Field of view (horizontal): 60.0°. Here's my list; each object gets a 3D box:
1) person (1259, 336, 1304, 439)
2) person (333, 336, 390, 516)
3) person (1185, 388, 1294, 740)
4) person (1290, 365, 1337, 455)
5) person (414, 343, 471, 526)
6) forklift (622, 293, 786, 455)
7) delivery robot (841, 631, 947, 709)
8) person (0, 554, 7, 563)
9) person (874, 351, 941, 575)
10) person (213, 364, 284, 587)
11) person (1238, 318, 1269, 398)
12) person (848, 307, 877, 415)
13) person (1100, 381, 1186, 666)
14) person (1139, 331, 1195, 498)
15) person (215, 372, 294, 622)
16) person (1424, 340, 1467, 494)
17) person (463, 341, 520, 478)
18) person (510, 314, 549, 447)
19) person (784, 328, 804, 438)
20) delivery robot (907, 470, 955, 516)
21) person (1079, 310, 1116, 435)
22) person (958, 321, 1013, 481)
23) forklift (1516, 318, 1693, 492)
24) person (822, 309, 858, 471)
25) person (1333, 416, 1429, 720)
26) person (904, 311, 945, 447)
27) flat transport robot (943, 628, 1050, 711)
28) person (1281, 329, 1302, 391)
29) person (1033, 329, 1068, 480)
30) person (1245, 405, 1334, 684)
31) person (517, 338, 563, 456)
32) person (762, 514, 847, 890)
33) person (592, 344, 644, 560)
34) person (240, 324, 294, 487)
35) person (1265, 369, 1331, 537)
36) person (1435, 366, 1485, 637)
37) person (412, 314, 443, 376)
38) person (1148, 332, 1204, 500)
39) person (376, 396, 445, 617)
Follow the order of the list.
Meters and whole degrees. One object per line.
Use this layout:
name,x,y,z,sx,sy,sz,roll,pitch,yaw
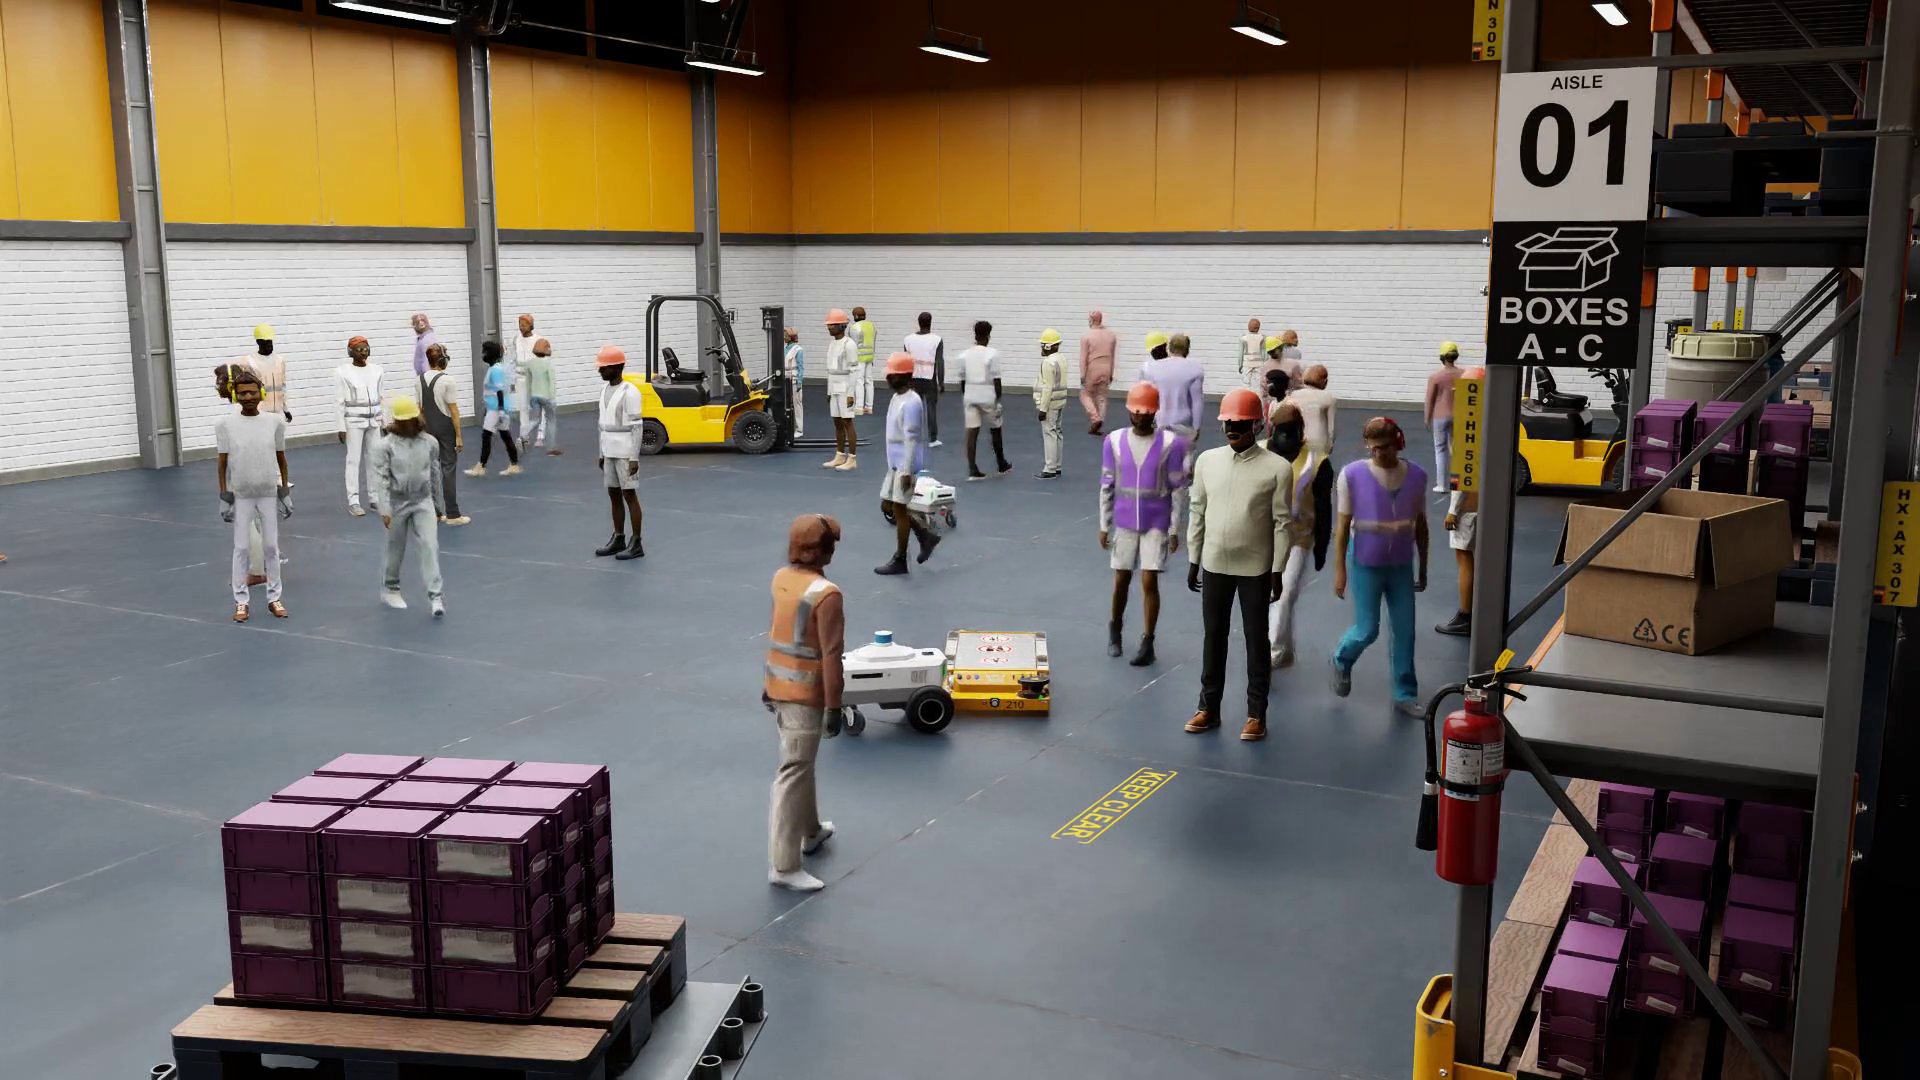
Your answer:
person,4.071,-1.685,20.761,0.683,1.720,0.417,1,10,6
person,-6.280,-1.202,17.493,0.346,1.881,0.584,8,13,38
person,1.572,0.133,9.437,0.611,1.994,0.375,6,11,29
person,3.678,-1.037,17.394,0.513,1.574,0.860,4,10,21
person,-5.227,-1.054,16.746,0.509,1.846,0.342,4,11,21
forklift,-3.588,-2.317,23.042,2.313,2.155,1.214,-1,10,-5
delivery robot,-0.443,0.770,9.642,0.707,0.478,0.477,-2,10,-11
person,-8.753,-0.742,14.665,0.636,1.938,0.355,9,13,41
person,-0.456,-0.652,14.214,0.544,1.923,0.543,-4,11,-22
person,-5.895,-0.514,13.606,0.377,1.852,0.495,-3,10,-19
person,4.971,-2.931,28.200,0.514,1.641,0.309,1,10,7
person,-1.692,-3.041,28.277,0.429,1.838,0.621,7,12,36
person,1.200,-0.099,11.082,0.572,1.921,0.457,3,10,19
person,2.311,-1.395,18.615,0.660,1.875,0.468,3,10,19
person,-5.275,-0.327,12.463,0.512,1.872,0.330,-6,11,-30
person,5.561,-1.400,19.000,0.539,1.753,0.359,-1,10,-4
person,-5.776,-1.588,20.317,0.782,1.661,0.554,-3,10,-17
person,-6.111,-2.261,23.620,0.583,1.882,0.337,2,10,12
person,-2.514,-2.341,24.792,0.308,1.640,0.511,-9,13,-42
delivery robot,-0.368,-0.458,16.750,0.477,0.478,0.707,-8,13,-38
person,2.058,-2.510,25.039,0.659,1.892,0.435,-5,11,-28
person,0.320,-1.701,20.270,0.632,1.915,0.957,5,11,27
forklift,7.066,-1.601,18.899,2.313,2.155,1.214,5,11,27
person,-1.521,-1.885,20.983,0.396,2.042,0.610,-6,12,-32
person,2.487,0.147,9.888,0.633,1.811,0.540,-2,10,-13
person,-0.507,-2.279,23.627,0.596,1.918,0.375,3,10,17
flat transport robot,0.229,0.802,10.549,0.652,0.197,1.431,0,10,2
person,4.878,-2.328,24.793,0.508,1.632,0.429,9,13,43
person,1.090,-1.644,20.196,0.404,1.833,0.590,4,10,20
person,2.024,0.026,10.679,0.636,1.784,1.002,7,12,33
person,-5.675,-1.907,22.385,0.503,1.617,0.647,5,11,27
person,-0.670,0.689,7.336,0.533,1.611,0.603,-6,12,-32
person,-3.083,-0.786,14.930,0.550,1.933,0.375,9,13,43
person,-8.051,-1.546,19.351,0.369,1.928,0.585,6,11,30
person,3.210,-0.829,16.044,0.824,1.650,0.561,-2,10,-14
person,3.670,-0.274,11.950,0.552,1.938,0.356,-8,13,-38
person,-7.590,-2.319,23.997,0.545,1.878,0.858,-2,10,-9
person,2.264,-1.225,17.509,0.642,1.921,0.482,5,11,26
person,-4.166,-0.260,12.610,0.521,1.691,0.925,-7,12,-35
